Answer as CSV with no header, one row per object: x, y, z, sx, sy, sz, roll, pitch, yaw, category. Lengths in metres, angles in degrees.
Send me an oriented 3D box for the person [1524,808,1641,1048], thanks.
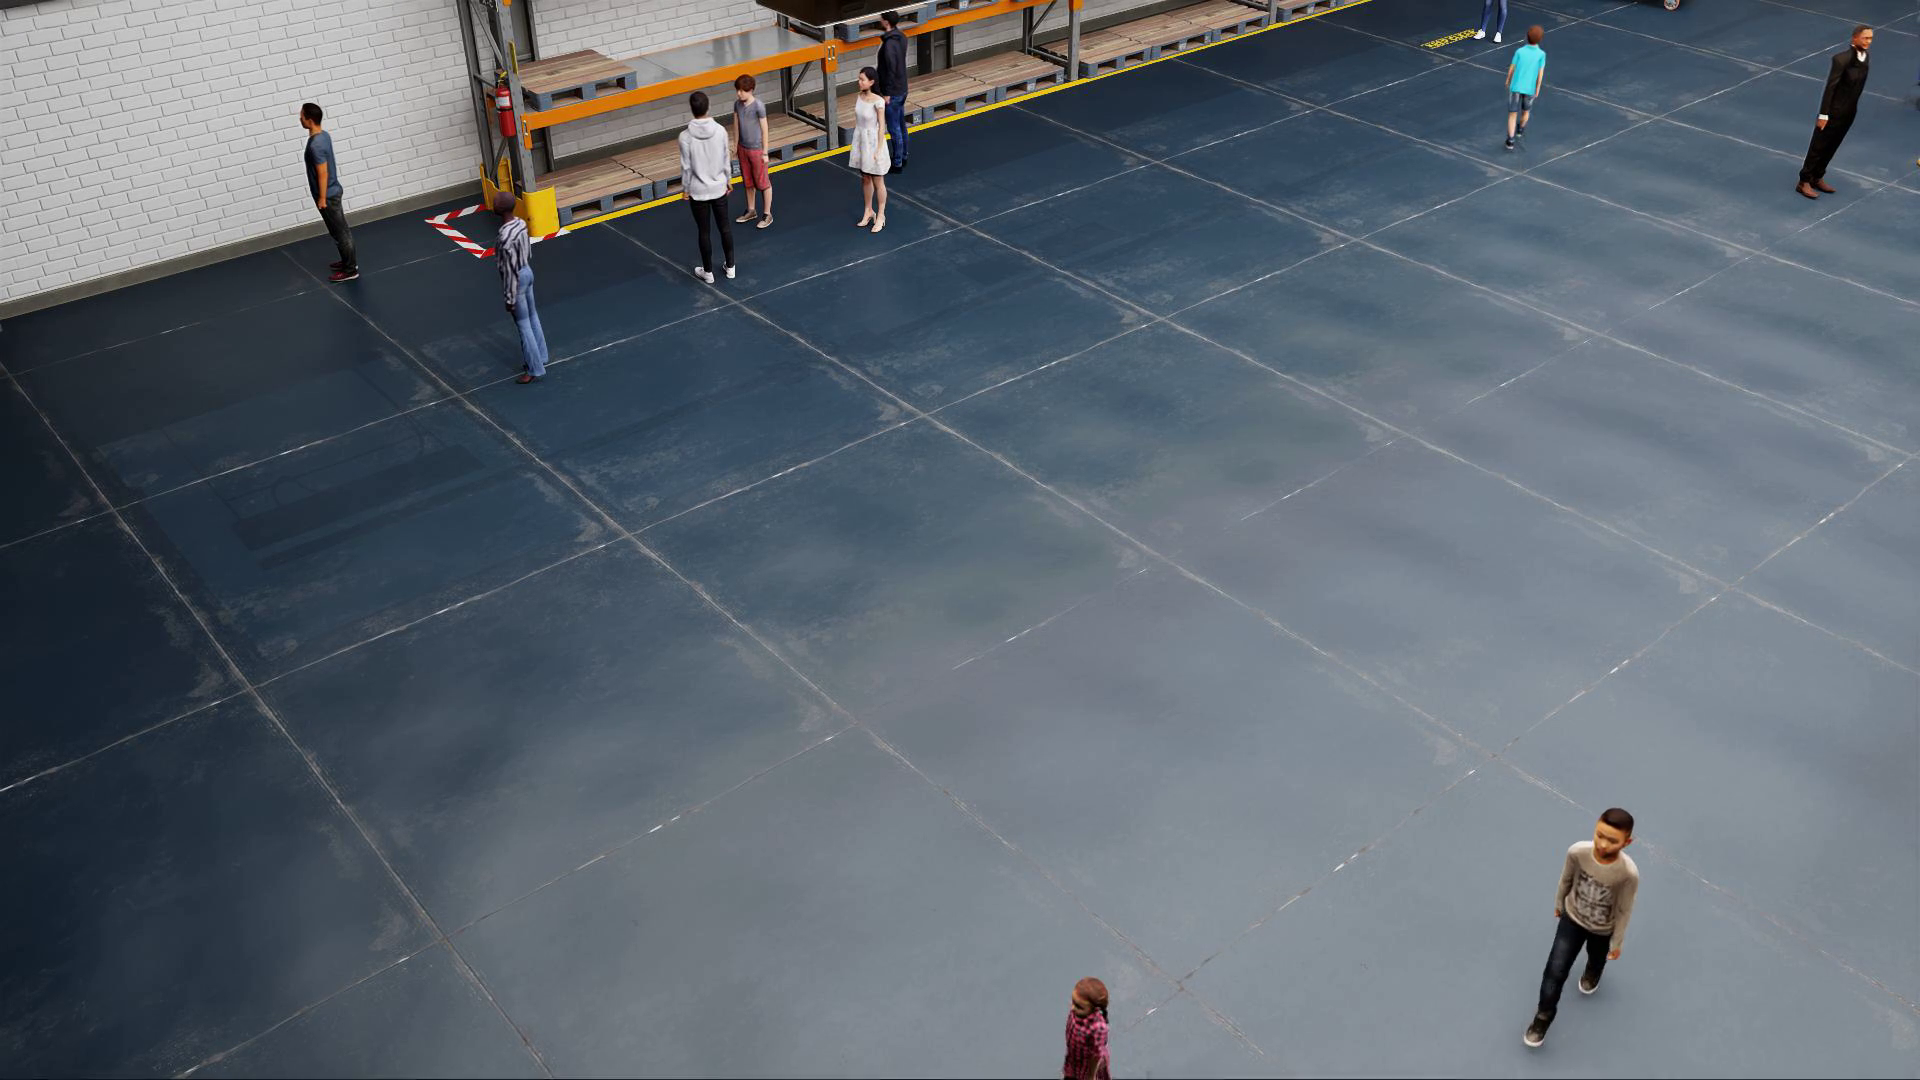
3.366,1.969,8.786,0.753,1.445,1.064,19,38,26,person

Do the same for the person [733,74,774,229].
-2.222,-4.192,17.872,0.657,1.648,0.619,19,38,26,person

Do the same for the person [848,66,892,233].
-0.957,-4.164,17.715,0.631,1.775,0.647,-27,42,-35,person

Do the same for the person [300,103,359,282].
-6.335,-3.499,16.683,0.709,1.810,0.726,-7,34,-10,person

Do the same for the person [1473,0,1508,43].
7.597,-7.901,23.387,0.674,1.720,0.636,19,38,26,person

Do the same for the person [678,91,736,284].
-2.517,-3.525,16.615,0.580,1.928,0.787,-16,37,-23,person

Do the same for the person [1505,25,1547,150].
6.728,-5.381,19.878,0.896,1.408,1.006,6,34,9,person

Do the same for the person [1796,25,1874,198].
9.794,-4.798,18.552,0.599,1.904,0.804,-18,38,-25,person

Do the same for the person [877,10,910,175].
-0.752,-5.172,19.124,0.820,1.894,0.714,9,35,13,person

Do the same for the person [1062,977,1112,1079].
0.673,2.542,8.311,0.497,1.017,0.468,-19,38,-26,person

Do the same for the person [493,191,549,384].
-3.930,-2.259,14.831,0.751,1.795,0.698,2,34,3,person
